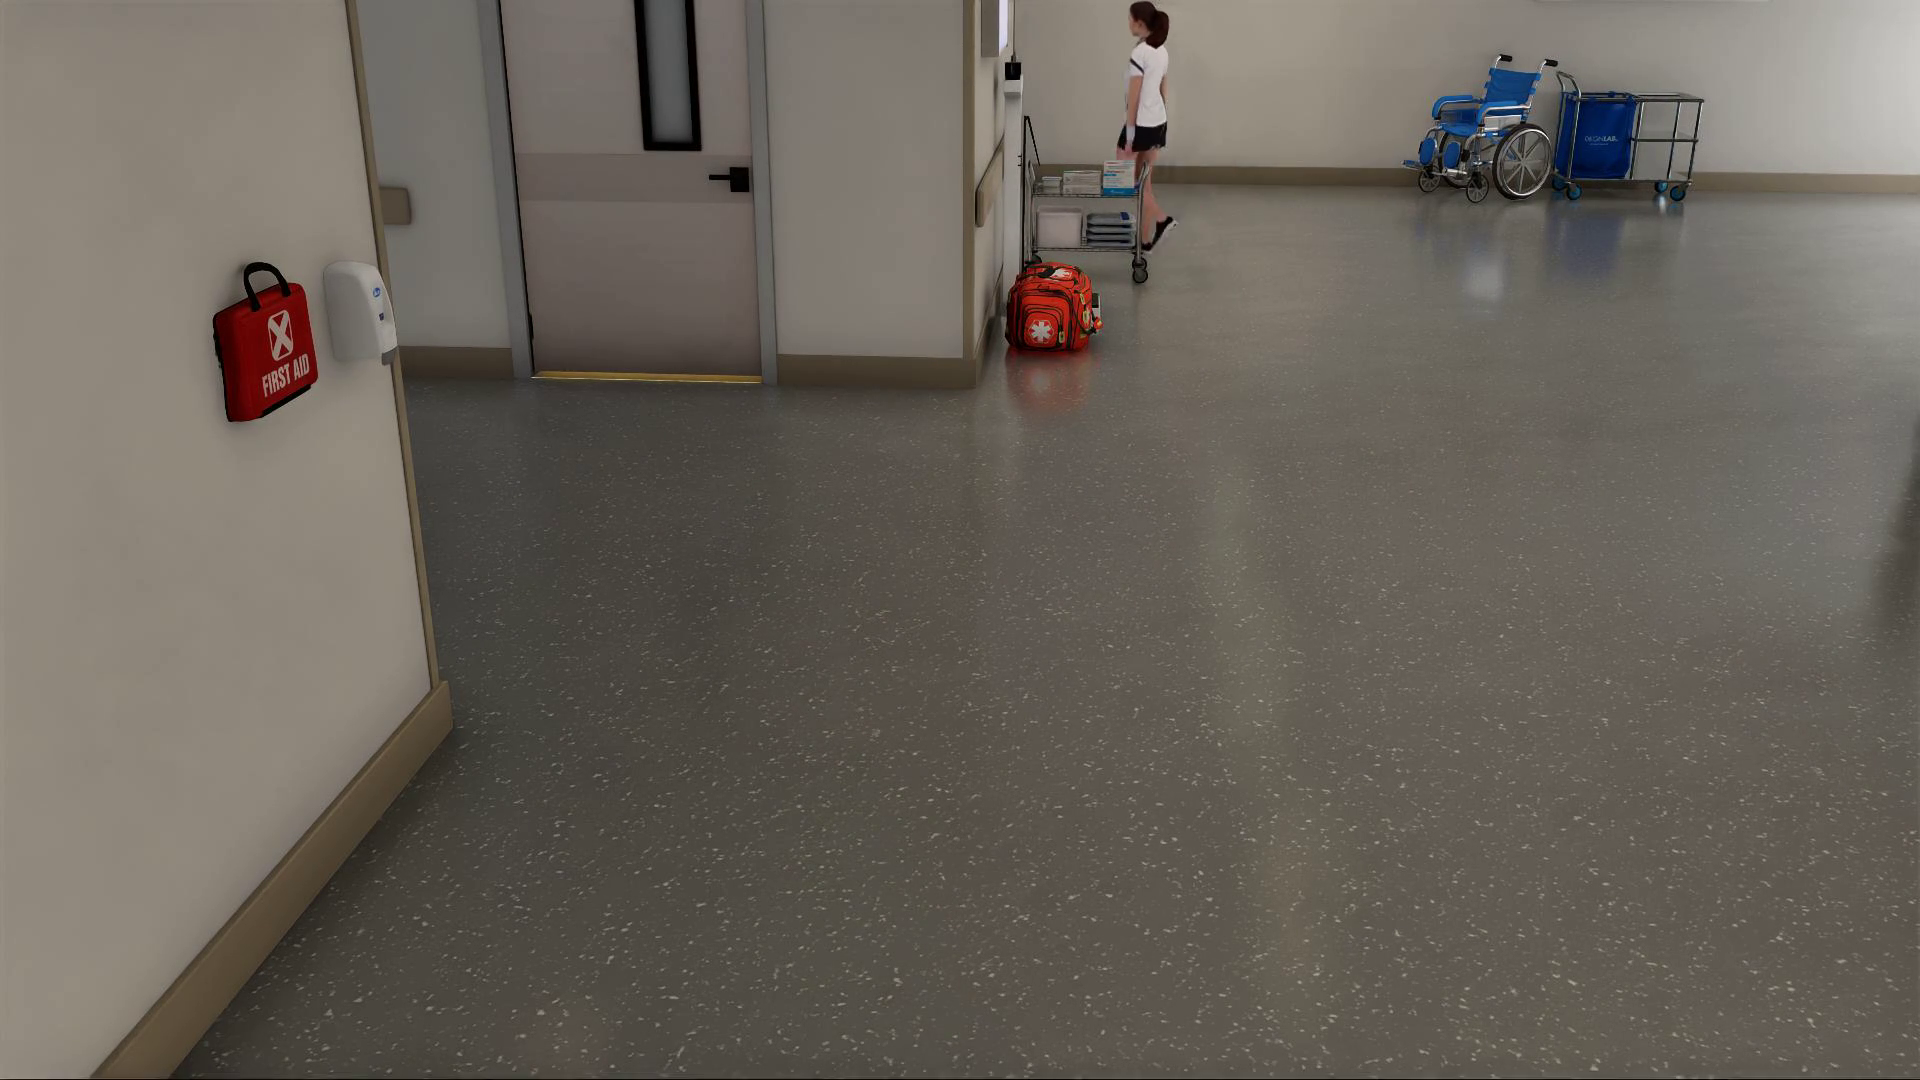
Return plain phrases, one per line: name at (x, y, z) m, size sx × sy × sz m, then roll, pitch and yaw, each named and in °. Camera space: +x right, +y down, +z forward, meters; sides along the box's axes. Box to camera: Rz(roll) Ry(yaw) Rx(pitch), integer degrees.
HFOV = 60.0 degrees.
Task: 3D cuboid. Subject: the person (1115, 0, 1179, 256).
person at (1.346, -2.830, 11.590) m, size 0.855 × 1.736 × 0.816 m, roll 18°, pitch 27°, yaw 39°
